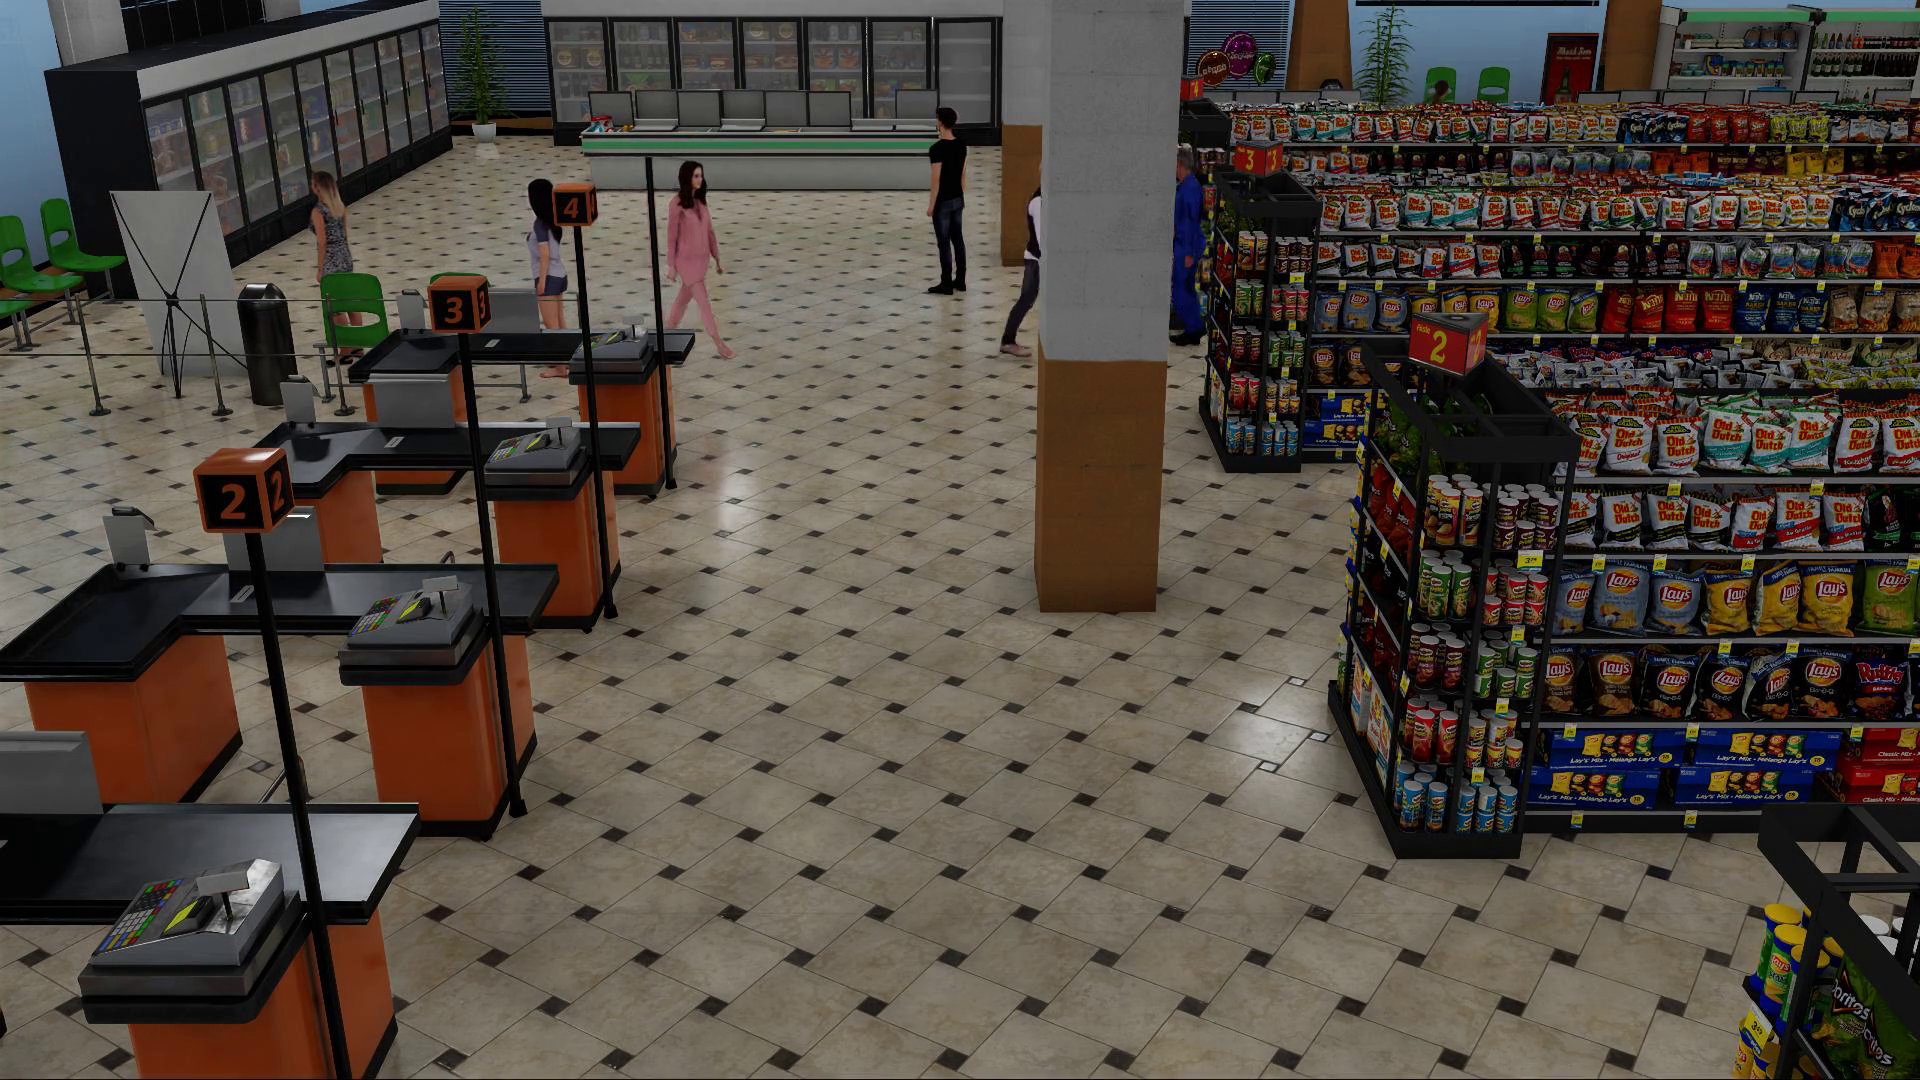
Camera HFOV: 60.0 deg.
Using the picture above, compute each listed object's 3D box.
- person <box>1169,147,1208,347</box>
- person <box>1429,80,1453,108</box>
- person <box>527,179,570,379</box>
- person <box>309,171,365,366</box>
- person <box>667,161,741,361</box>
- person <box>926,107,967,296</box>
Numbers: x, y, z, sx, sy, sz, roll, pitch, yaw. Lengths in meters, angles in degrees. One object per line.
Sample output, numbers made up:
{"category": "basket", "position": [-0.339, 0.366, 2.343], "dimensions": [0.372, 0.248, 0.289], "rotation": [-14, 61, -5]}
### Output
{"category": "person", "position": [2.175, -2.668, 15.273], "dimensions": [0.678, 1.794, 0.770], "rotation": [1, 22, 3]}
{"category": "person", "position": [6.366, -5.349, 22.286], "dimensions": [0.869, 1.540, 0.892], "rotation": [16, 27, 34]}
{"category": "person", "position": [-3.561, -2.275, 14.415], "dimensions": [0.512, 1.706, 0.588], "rotation": [0, 22, 1]}
{"category": "person", "position": [-5.539, -2.423, 14.782], "dimensions": [0.580, 1.706, 0.614], "rotation": [6, 23, 15]}
{"category": "person", "position": [-2.450, -2.442, 14.779], "dimensions": [1.244, 1.743, 1.061], "rotation": [14, 26, 30]}
{"category": "person", "position": [-0.123, -3.510, 17.234], "dimensions": [0.798, 1.895, 0.746], "rotation": [20, 29, 40]}
